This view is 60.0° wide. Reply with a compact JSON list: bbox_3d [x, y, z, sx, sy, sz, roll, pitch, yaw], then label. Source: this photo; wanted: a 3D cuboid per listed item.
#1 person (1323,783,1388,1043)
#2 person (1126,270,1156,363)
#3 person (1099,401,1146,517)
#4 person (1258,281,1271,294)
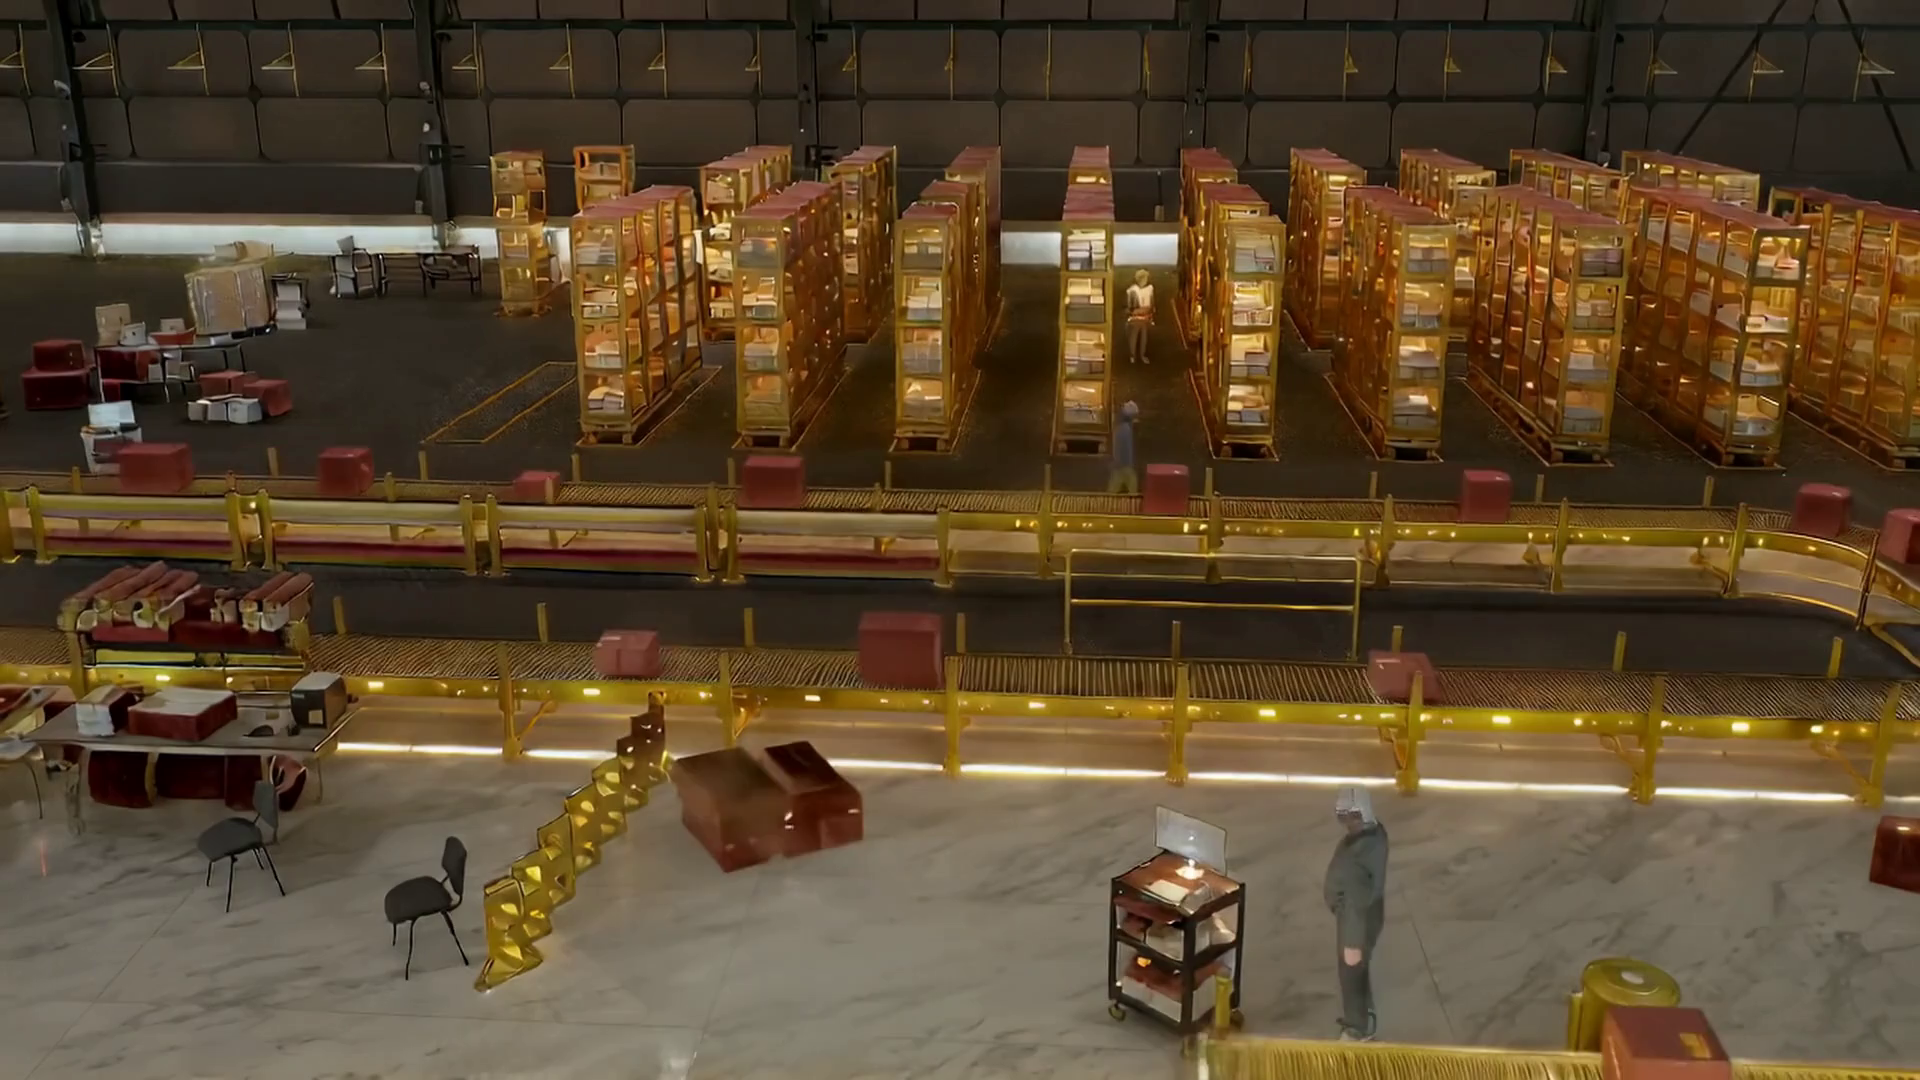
[{"bbox_3d":[2.531,2.445,10.734,0.401,1.886,0.658,6,18,17],"label":"person"},{"bbox_3d":[3.529,-4.349,32.371,0.593,1.826,0.403,-4,18,-11],"label":"person"},{"bbox_3d":[2.203,-0.970,21.823,0.899,1.719,0.539,1,18,4],"label":"person"},{"bbox_3d":[6.576,-5.499,35.808,0.555,1.962,0.683,15,23,40],"label":"person"}]
